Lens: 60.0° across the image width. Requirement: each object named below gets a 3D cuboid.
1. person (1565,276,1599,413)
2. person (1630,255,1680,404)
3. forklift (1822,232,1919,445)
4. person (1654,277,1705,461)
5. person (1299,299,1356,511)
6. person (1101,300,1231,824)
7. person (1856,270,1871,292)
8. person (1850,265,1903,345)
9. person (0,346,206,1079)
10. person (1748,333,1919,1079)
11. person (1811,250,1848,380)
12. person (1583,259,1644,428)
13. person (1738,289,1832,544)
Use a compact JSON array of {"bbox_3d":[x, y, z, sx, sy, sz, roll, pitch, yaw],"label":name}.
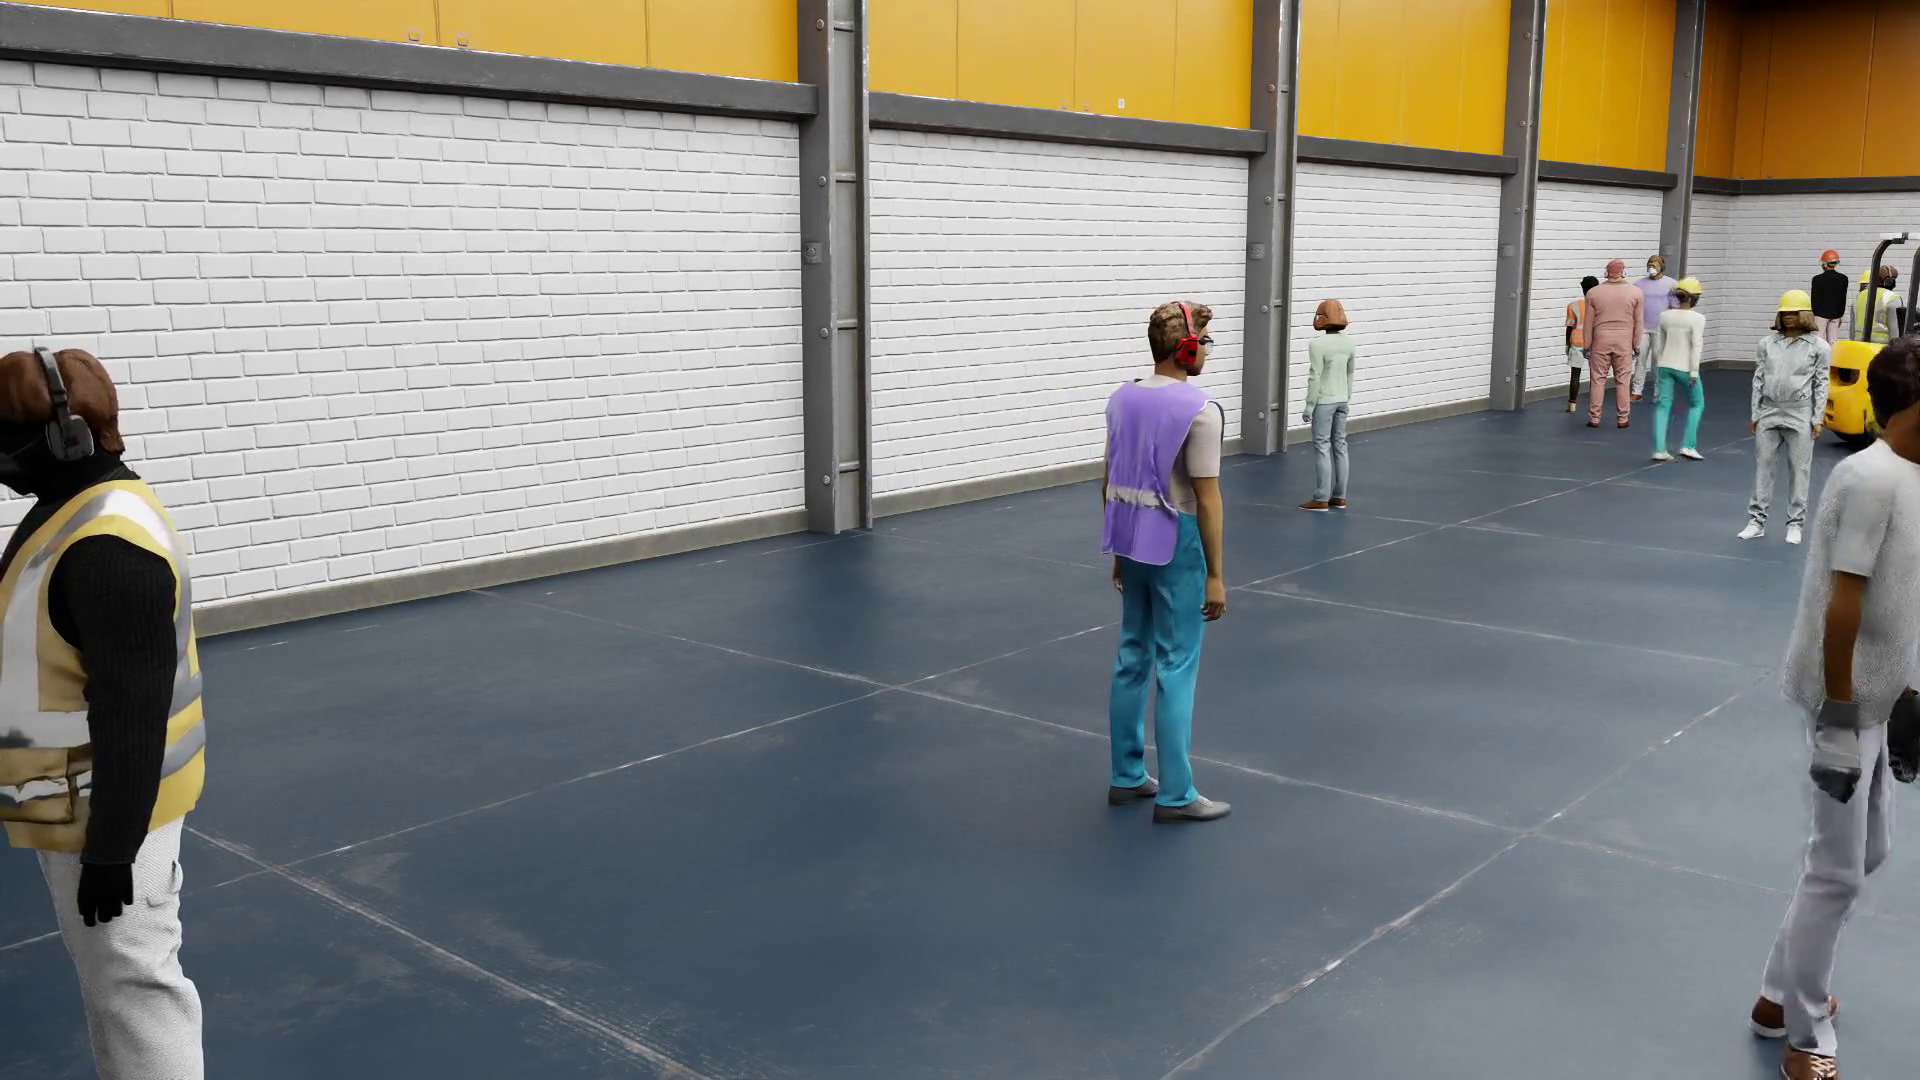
[{"bbox_3d":[7.719,-2.403,20.493,0.530,1.689,0.321,3,10,15],"label":"person"},{"bbox_3d":[9.040,-2.745,21.722,0.638,1.938,0.356,8,13,40],"label":"person"},{"bbox_3d":[9.955,-1.972,16.595,2.313,2.155,1.214,1,10,8],"label":"forklift"},{"bbox_3d":[6.889,-1.619,15.852,0.598,1.747,0.528,-6,12,-30],"label":"person"},{"bbox_3d":[2.851,-1.040,12.885,0.507,1.633,0.278,-8,13,-38],"label":"person"},{"bbox_3d":[0.711,0.080,5.905,0.374,1.843,0.569,-6,12,-32],"label":"person"},{"bbox_3d":[10.681,-2.290,19.626,0.314,1.769,0.523,0,10,-2],"label":"person"},{"bbox_3d":[9.868,-2.022,17.885,0.429,1.842,0.637,-3,10,-15],"label":"person"},{"bbox_3d":[-1.737,0.537,3.324,0.429,1.842,0.626,-7,12,-34],"label":"person"},{"bbox_3d":[2.143,0.430,3.985,0.343,1.832,0.646,8,13,37],"label":"person"},{"bbox_3d":[13.287,-3.442,25.524,0.612,1.997,0.375,-2,10,-12],"label":"person"},{"bbox_3d":[7.360,-2.209,18.780,0.639,1.903,0.409,3,11,19],"label":"person"},{"bbox_3d":[5.698,-0.847,11.471,0.484,1.745,0.307,9,14,43],"label":"person"}]
